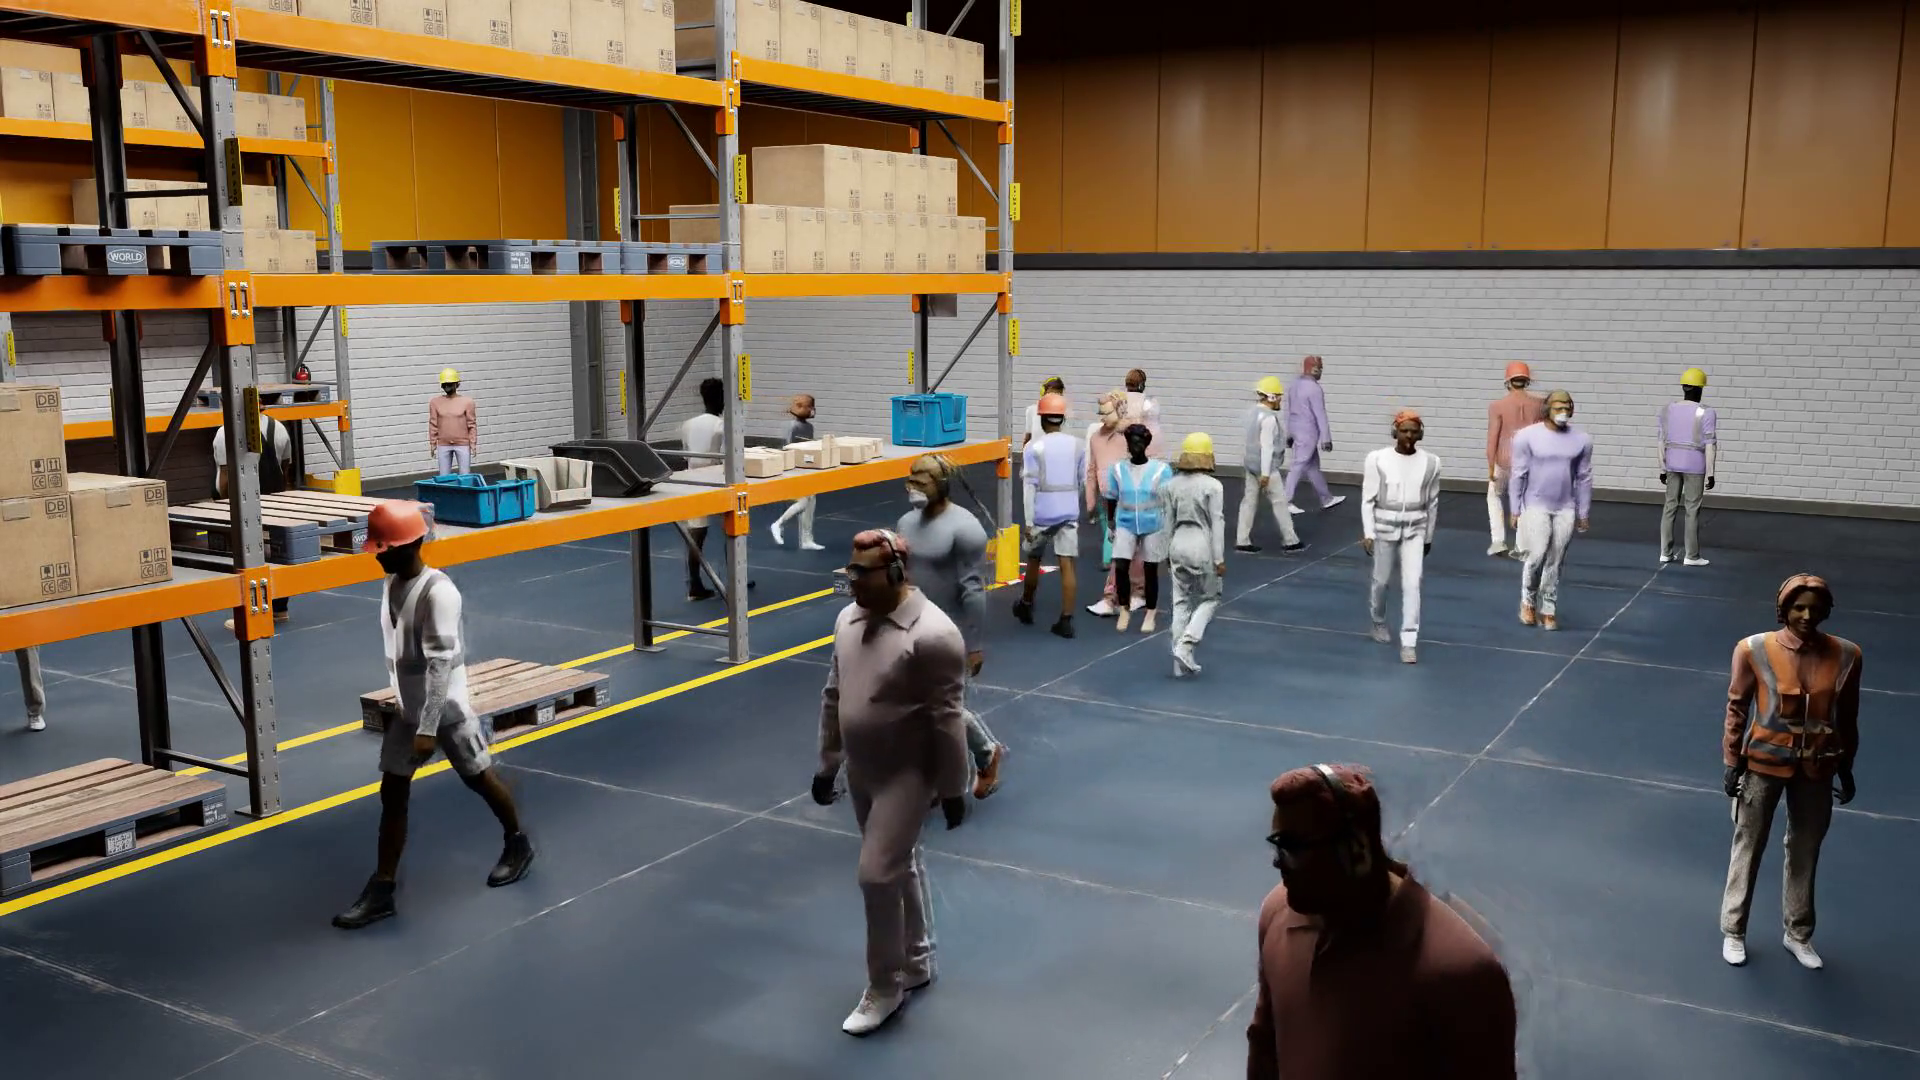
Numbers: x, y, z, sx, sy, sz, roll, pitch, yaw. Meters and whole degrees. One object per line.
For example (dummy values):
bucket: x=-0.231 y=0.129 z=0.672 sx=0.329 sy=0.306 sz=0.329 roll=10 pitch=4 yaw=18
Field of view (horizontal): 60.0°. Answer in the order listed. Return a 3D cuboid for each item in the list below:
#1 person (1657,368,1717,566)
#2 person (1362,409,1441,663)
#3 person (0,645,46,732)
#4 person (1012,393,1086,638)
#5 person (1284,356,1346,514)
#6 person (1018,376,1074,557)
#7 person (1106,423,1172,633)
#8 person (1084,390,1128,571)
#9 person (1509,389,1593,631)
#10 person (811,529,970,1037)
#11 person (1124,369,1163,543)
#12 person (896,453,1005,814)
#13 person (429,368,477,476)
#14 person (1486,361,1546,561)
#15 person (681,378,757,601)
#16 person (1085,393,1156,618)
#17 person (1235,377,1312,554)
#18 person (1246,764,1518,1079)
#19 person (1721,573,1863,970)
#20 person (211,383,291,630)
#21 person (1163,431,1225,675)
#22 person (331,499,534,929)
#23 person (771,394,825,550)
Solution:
person: x=7.076 y=-0.708 z=16.191 sx=0.365 sy=1.927 sz=0.588 roll=-7 pitch=11 yaw=-37
person: x=3.275 y=-0.063 z=12.444 sx=0.574 sy=1.851 sz=0.902 roll=1 pitch=9 yaw=7
person: x=-5.891 y=0.385 z=10.260 sx=0.515 sy=1.641 sz=0.314 roll=-3 pitch=10 yaw=-21
person: x=0.700 y=-0.216 z=13.221 sx=0.547 sy=1.890 sz=0.928 roll=-3 pitch=10 yaw=-17
person: x=4.214 y=-1.237 z=19.679 sx=0.963 sy=1.857 sz=0.679 roll=-2 pitch=9 yaw=-12
person: x=0.863 y=-0.734 z=16.642 sx=0.572 sy=1.833 sz=0.573 roll=2 pitch=9 yaw=13
person: x=1.405 y=-0.080 z=13.050 sx=0.560 sy=1.675 sz=0.477 roll=3 pitch=9 yaw=16
person: x=1.500 y=-0.590 z=16.124 sx=0.536 sy=1.704 sz=0.920 roll=4 pitch=10 yaw=22
person: x=4.698 y=-0.231 z=13.205 sx=0.652 sy=1.928 sz=0.434 roll=0 pitch=9 yaw=-3
person: x=-0.342 y=0.899 z=6.299 sx=0.732 sy=1.881 sz=0.672 roll=-8 pitch=12 yaw=-41
person: x=1.846 y=-0.879 z=17.528 sx=0.627 sy=1.844 sz=0.429 roll=5 pitch=10 yaw=27
person: x=-0.084 y=0.497 z=8.683 sx=0.568 sy=1.927 sz=0.646 roll=-8 pitch=12 yaw=-41
person: x=-5.786 y=-1.075 z=18.984 sx=0.533 sy=1.767 sz=0.323 roll=-1 pitch=9 yaw=-4
person: x=5.508 y=-0.783 z=16.527 sx=0.629 sy=1.976 sz=0.544 roll=0 pitch=9 yaw=0
person: x=-2.095 y=-0.449 z=14.557 sx=0.657 sy=1.926 sz=0.821 roll=6 pitch=11 yaw=31
person: x=1.279 y=-0.283 z=13.793 sx=0.939 sy=1.847 sz=0.697 roll=-7 pitch=12 yaw=-38
person: x=3.178 y=-0.743 z=16.808 sx=0.865 sy=1.791 sz=0.595 roll=-2 pitch=9 yaw=-13
person: x=0.823 y=1.370 z=3.492 sx=1.002 sy=1.844 sz=0.647 roll=-4 pitch=10 yaw=-24
person: x=3.384 y=0.942 z=6.792 sx=0.523 sy=1.638 sz=0.310 roll=1 pitch=9 yaw=7
person: x=-5.719 y=-0.305 z=13.323 sx=0.537 sy=2.000 sz=0.689 roll=4 pitch=10 yaw=21
person: x=1.642 y=0.107 z=11.686 sx=0.515 sy=1.727 sz=0.409 roll=9 pitch=13 yaw=44
person: x=-2.333 y=0.730 z=7.444 sx=0.560 sy=1.879 sz=1.030 roll=7 pitch=11 yaw=37
person: x=-1.655 y=-0.693 z=17.052 sx=0.461 sy=1.615 sz=0.514 roll=4 pitch=10 yaw=21
